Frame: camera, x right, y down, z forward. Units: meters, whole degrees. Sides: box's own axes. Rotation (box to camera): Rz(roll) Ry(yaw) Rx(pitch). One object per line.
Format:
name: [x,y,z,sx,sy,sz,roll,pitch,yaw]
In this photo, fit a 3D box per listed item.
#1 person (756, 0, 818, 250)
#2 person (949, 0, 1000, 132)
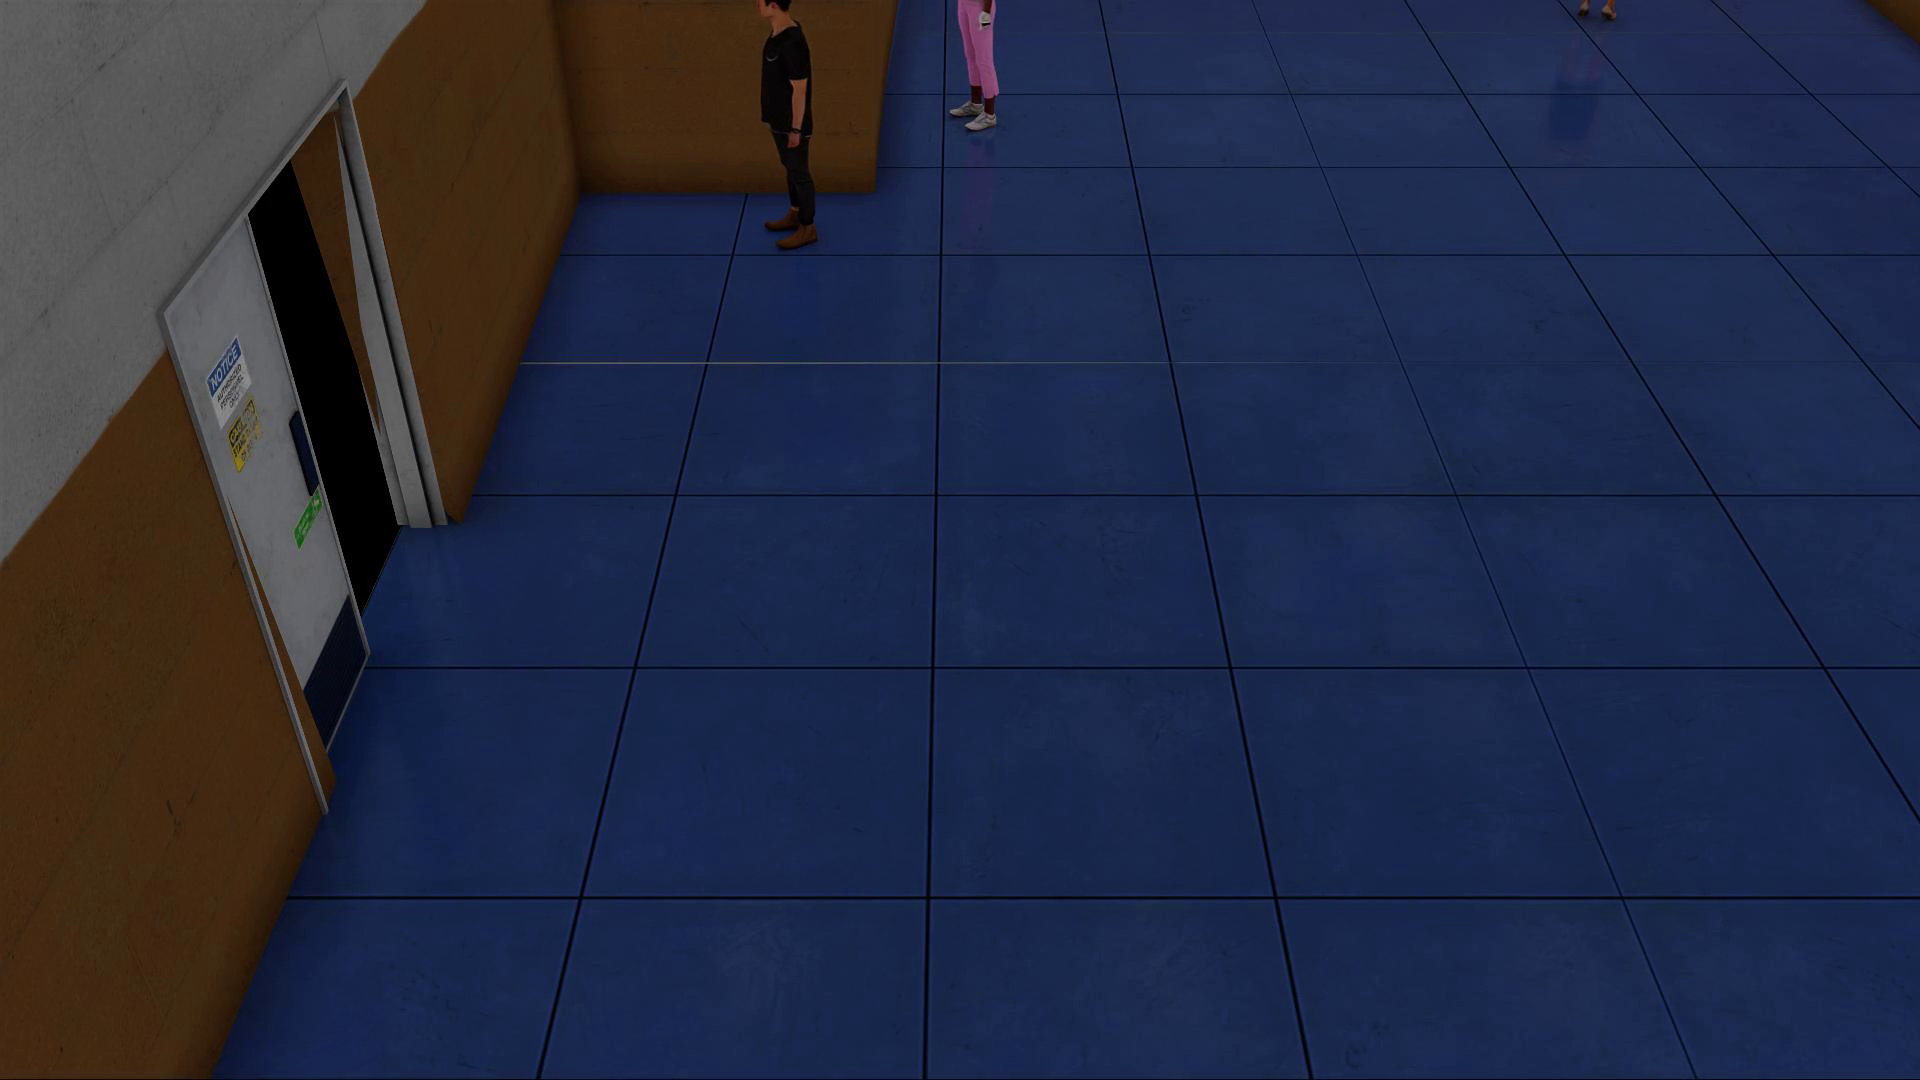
person: [-1.054,-2.662,10.332,0.643,1.712,0.675,-10,38,-13]
person: [0.122,-3.794,11.815,0.640,1.741,0.655,-15,39,-19]
